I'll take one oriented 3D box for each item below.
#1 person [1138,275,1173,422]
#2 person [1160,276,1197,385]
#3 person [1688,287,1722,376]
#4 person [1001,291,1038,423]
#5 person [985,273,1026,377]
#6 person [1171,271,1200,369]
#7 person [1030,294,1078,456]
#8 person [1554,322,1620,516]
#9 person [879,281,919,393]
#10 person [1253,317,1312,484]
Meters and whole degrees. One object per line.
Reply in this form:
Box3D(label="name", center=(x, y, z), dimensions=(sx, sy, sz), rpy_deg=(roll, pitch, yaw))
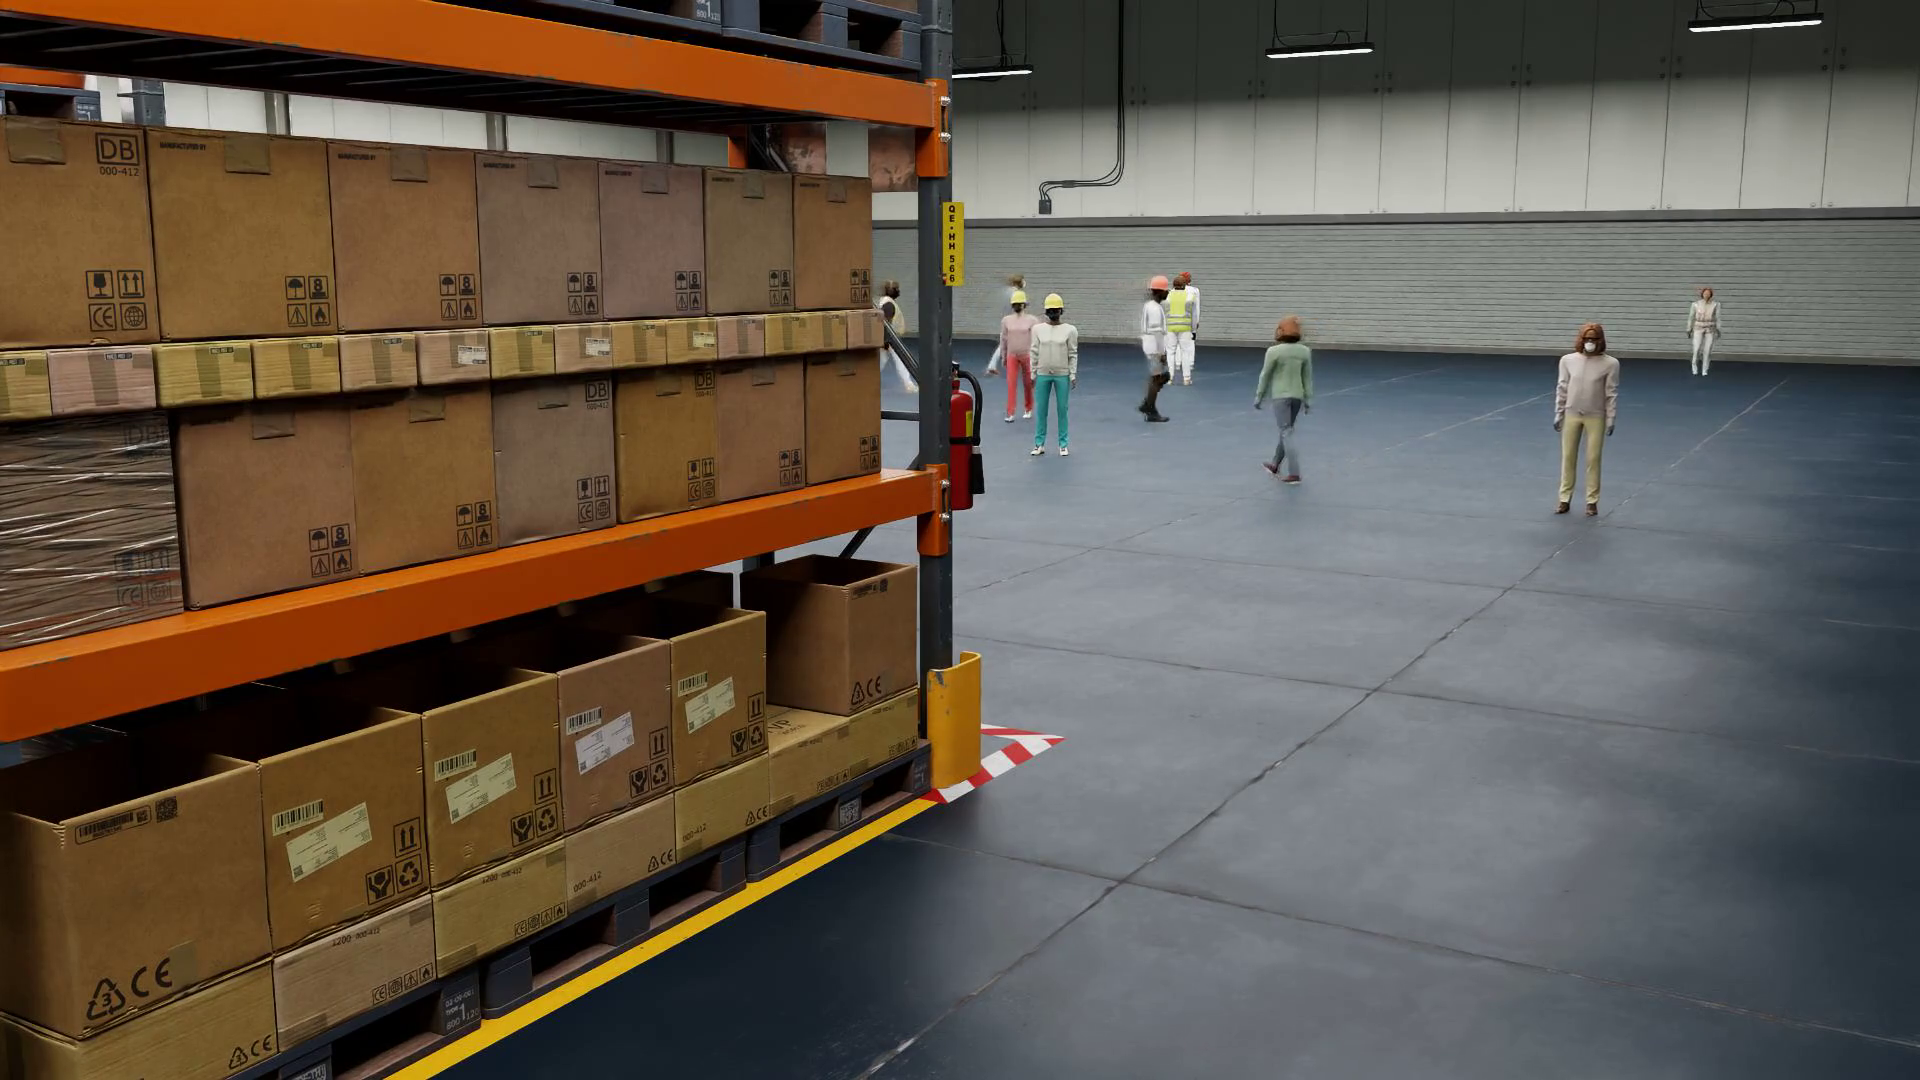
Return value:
Box3D(label="person", center=(2.592, -2.495, 21.791), dimensions=(0.391, 1.922, 0.560), rpy_deg=(1, 10, 8))
Box3D(label="person", center=(3.702, -3.541, 28.165), dimensions=(0.626, 1.840, 0.430), rpy_deg=(3, 10, 14))
Box3D(label="person", center=(13.541, -3.784, 30.232), dimensions=(0.546, 1.617, 0.541), rpy_deg=(3, 10, 16))
Box3D(label="person", center=(0.799, -2.436, 22.045), dimensions=(0.535, 1.720, 0.893), rpy_deg=(3, 10, 15))
Box3D(label="person", center=(0.952, -3.839, 29.794), dimensions=(1.054, 1.890, 0.644), rpy_deg=(-2, 10, -14))
Box3D(label="person", center=(4.323, -4.219, 32.001), dimensions=(0.573, 1.883, 0.356), rpy_deg=(0, 10, 0))
Box3D(label="person", center=(1.018, -1.796, 18.157), dimensions=(0.523, 1.769, 0.315), rpy_deg=(2, 10, 12))
Box3D(label="person", center=(5.267, -1.016, 14.004), dimensions=(0.500, 1.626, 0.306), rpy_deg=(6, 11, 32))
Box3D(label="person", center=(-1.094, -3.207, 26.356), dimensions=(0.945, 1.797, 0.639), rpy_deg=(-1, 10, -5))
Box3D(label="person", center=(3.125, -1.361, 16.127), dimensions=(0.503, 1.588, 0.850), rpy_deg=(-4, 11, -24))
